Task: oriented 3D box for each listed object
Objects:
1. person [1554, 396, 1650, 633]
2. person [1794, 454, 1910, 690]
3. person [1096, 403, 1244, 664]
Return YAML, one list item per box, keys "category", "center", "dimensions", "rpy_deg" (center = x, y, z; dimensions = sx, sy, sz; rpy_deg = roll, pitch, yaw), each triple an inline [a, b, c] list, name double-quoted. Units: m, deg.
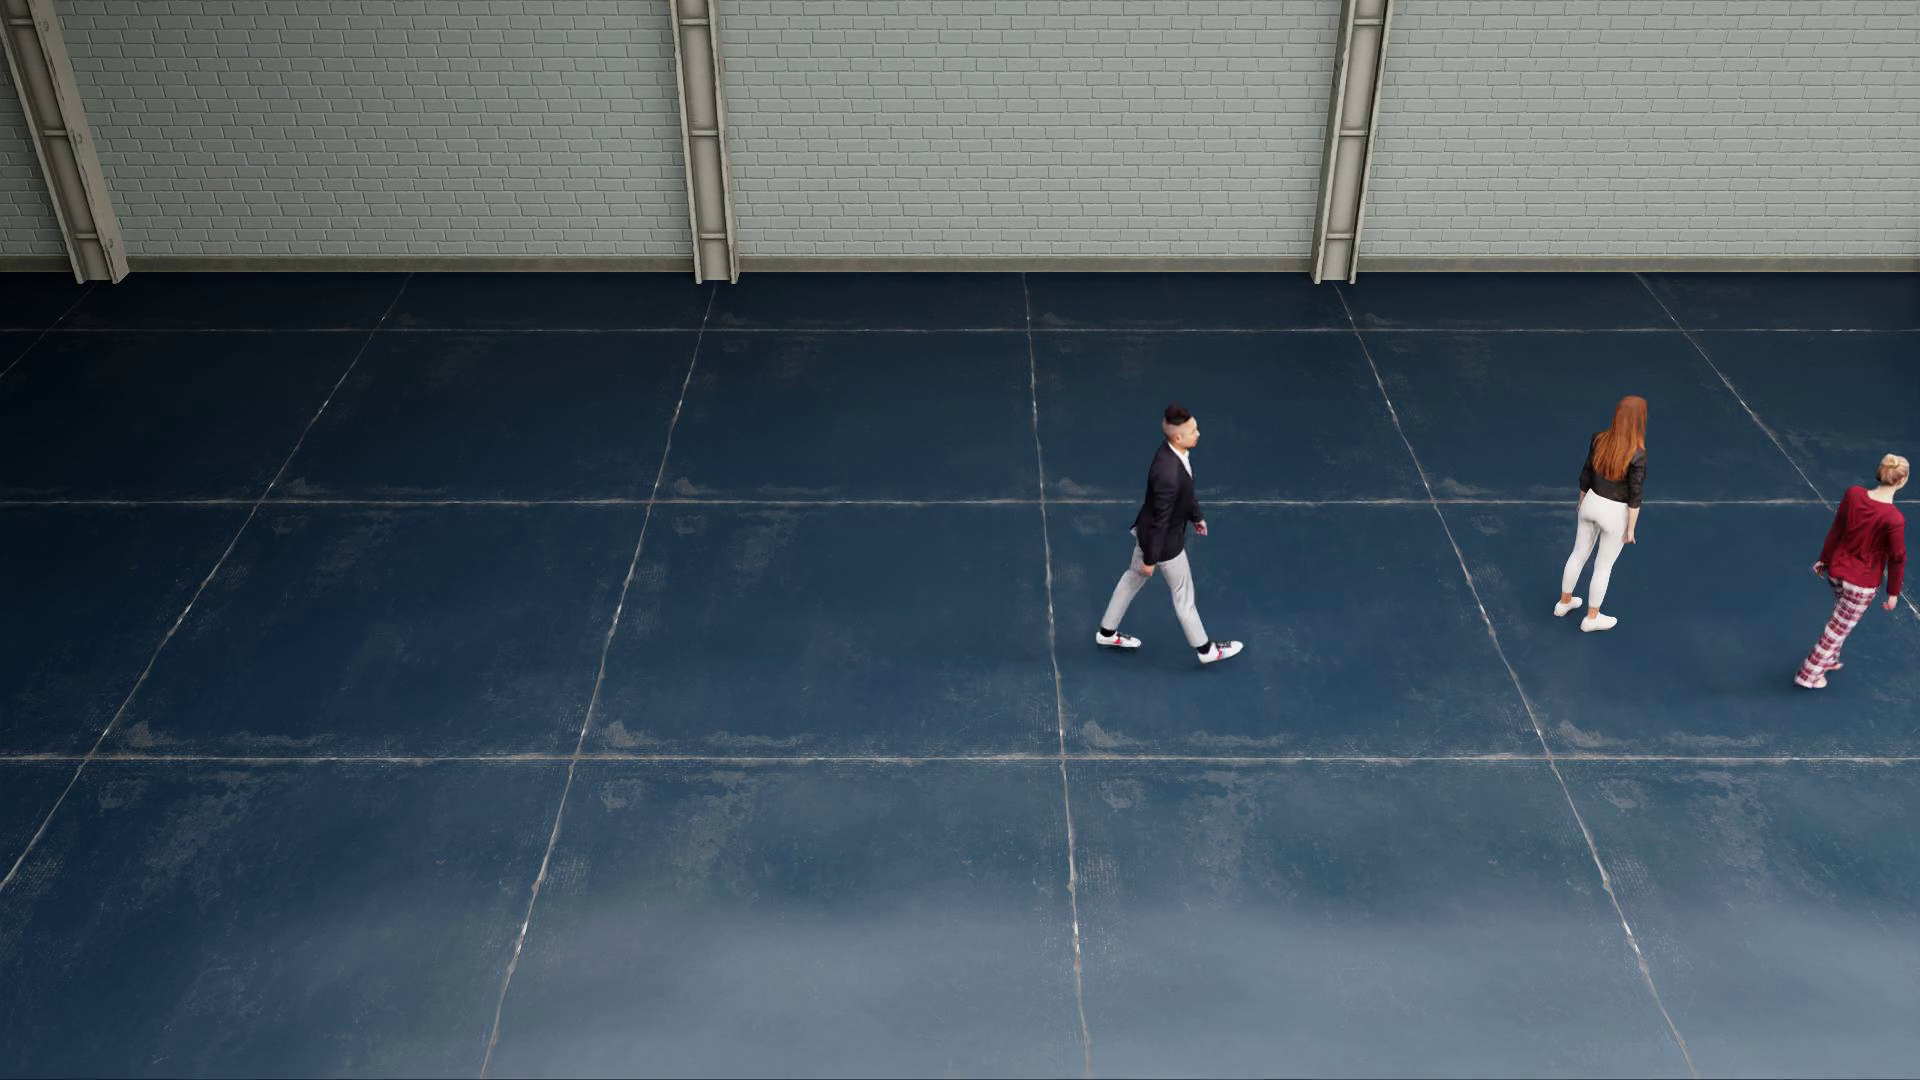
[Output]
- category: "person"
  center: [4.271, -0.184, 11.011]
  dimensions: [0.701, 1.701, 0.690]
  rpy_deg: [-19, 38, -27]
- category: "person"
  center: [5.528, 0.225, 10.392]
  dimensions: [0.806, 1.690, 0.773]
  rpy_deg: [-11, 35, -16]
- category: "person"
  center: [1.181, -0.041, 10.612]
  dimensions: [1.202, 1.897, 0.773]
  rpy_deg: [2, 33, 4]
